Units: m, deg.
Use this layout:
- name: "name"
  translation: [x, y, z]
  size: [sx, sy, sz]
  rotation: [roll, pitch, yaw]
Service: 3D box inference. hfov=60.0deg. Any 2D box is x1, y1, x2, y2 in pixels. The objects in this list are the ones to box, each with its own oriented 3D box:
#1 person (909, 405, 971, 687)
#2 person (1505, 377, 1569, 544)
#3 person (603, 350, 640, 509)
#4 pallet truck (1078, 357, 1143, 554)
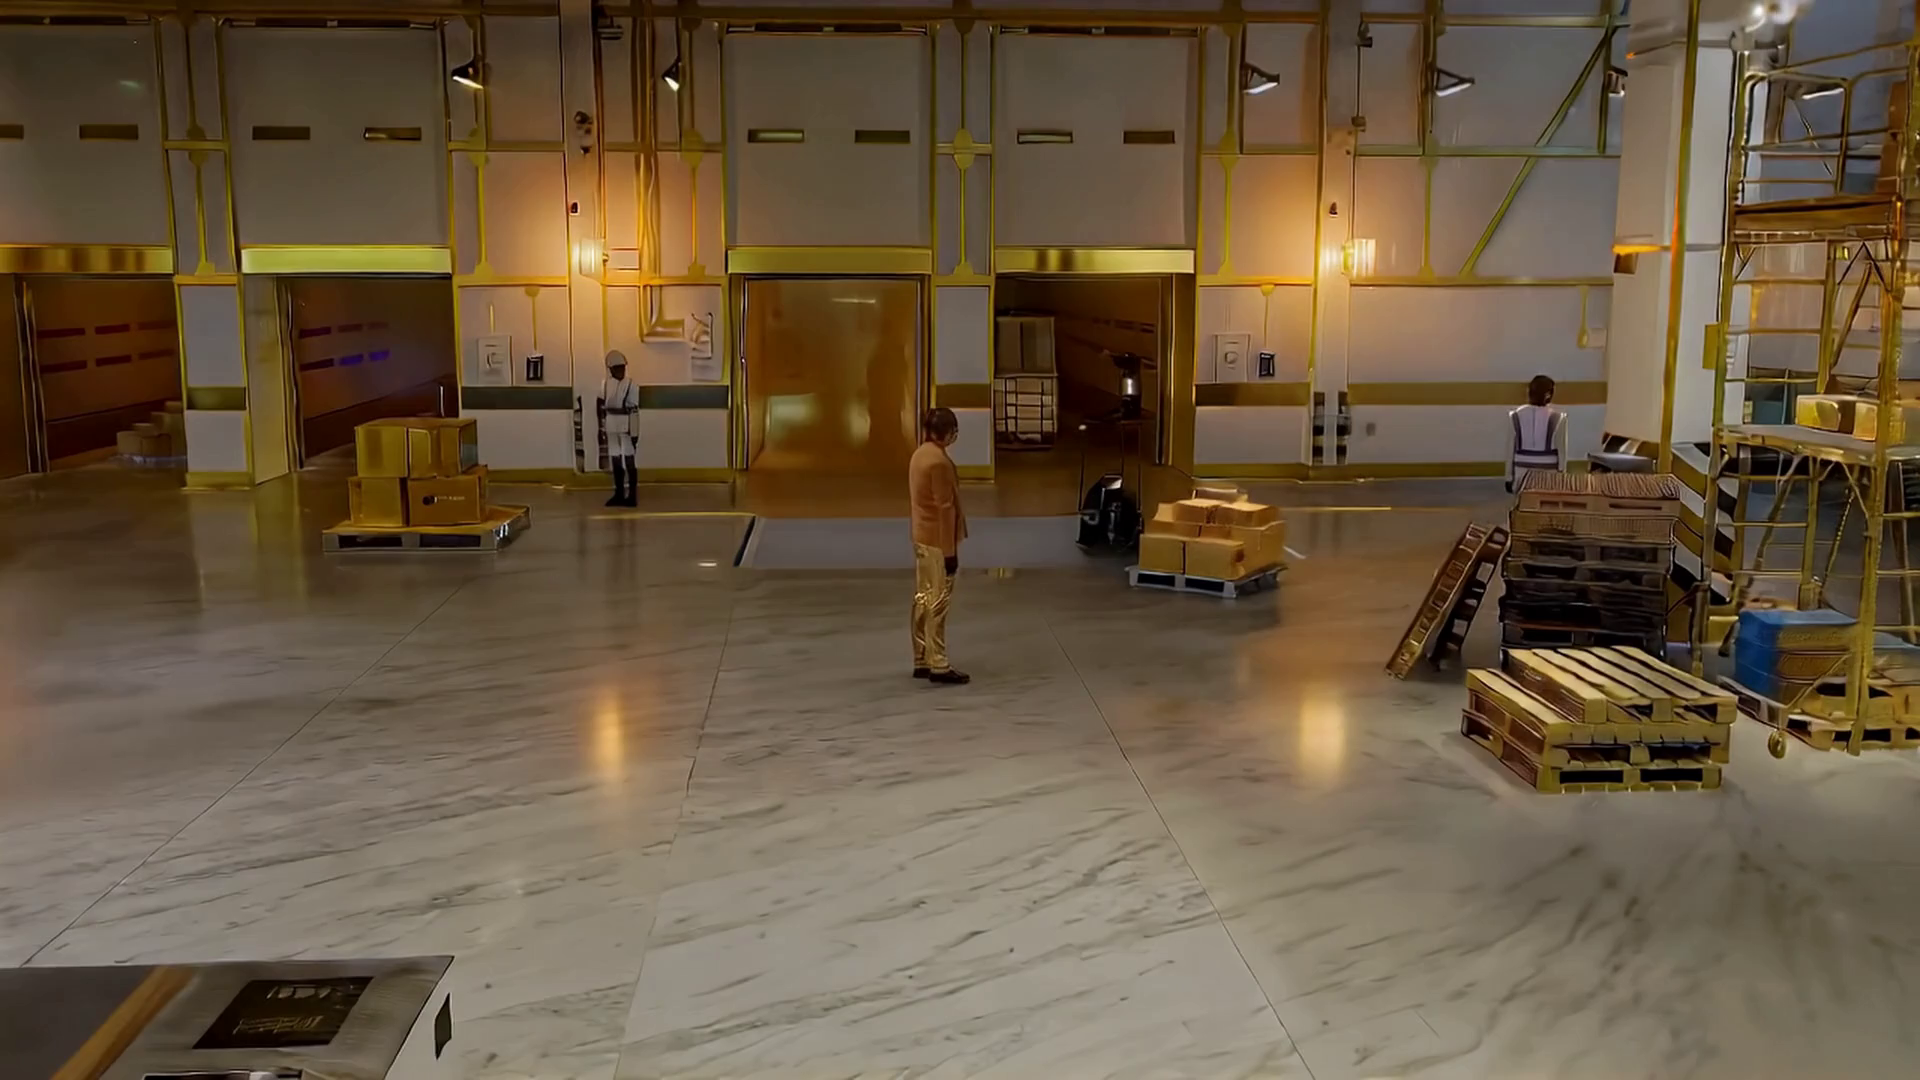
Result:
- name: "person"
  translation: [-0.156, 0.040, 11.445]
  size: [0.367, 1.939, 0.634]
  rotation: [-3, 10, -19]
- name: "person"
  translation: [5.371, -0.577, 15.497]
  size: [0.575, 1.883, 0.355]
  rotation: [6, 11, 33]
- name: "person"
  translation: [-4.118, -1.338, 20.138]
  size: [0.543, 1.929, 0.387]
  rotation: [6, 11, 33]
- name: "pallet truck"
  translation: [2.088, -0.836, 16.757]
  size: [1.885, 1.965, 0.823]
  rotation: [2, 9, 13]
